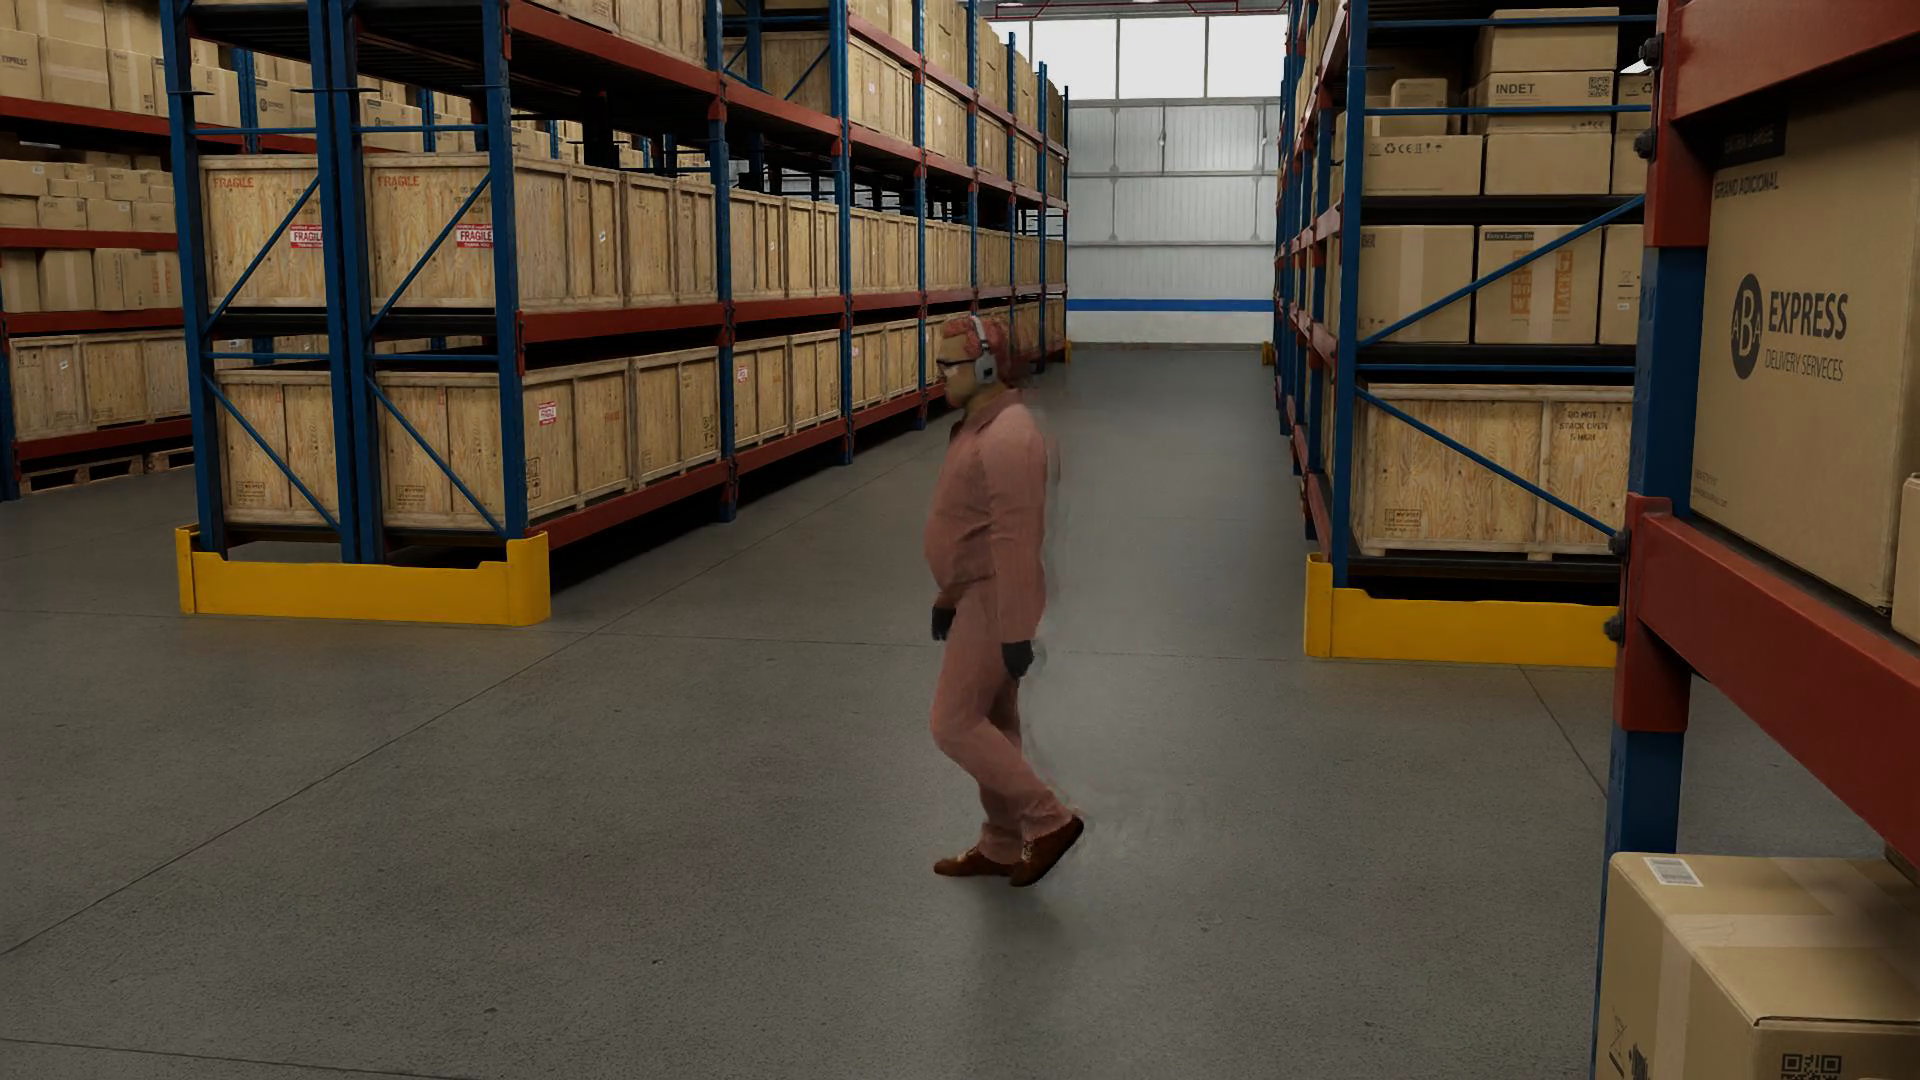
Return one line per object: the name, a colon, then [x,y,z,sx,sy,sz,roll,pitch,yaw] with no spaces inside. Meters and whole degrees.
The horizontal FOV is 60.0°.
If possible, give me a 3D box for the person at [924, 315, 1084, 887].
person: [0.095,0.217,5.430,0.449,1.888,0.636,0,9,-1]
